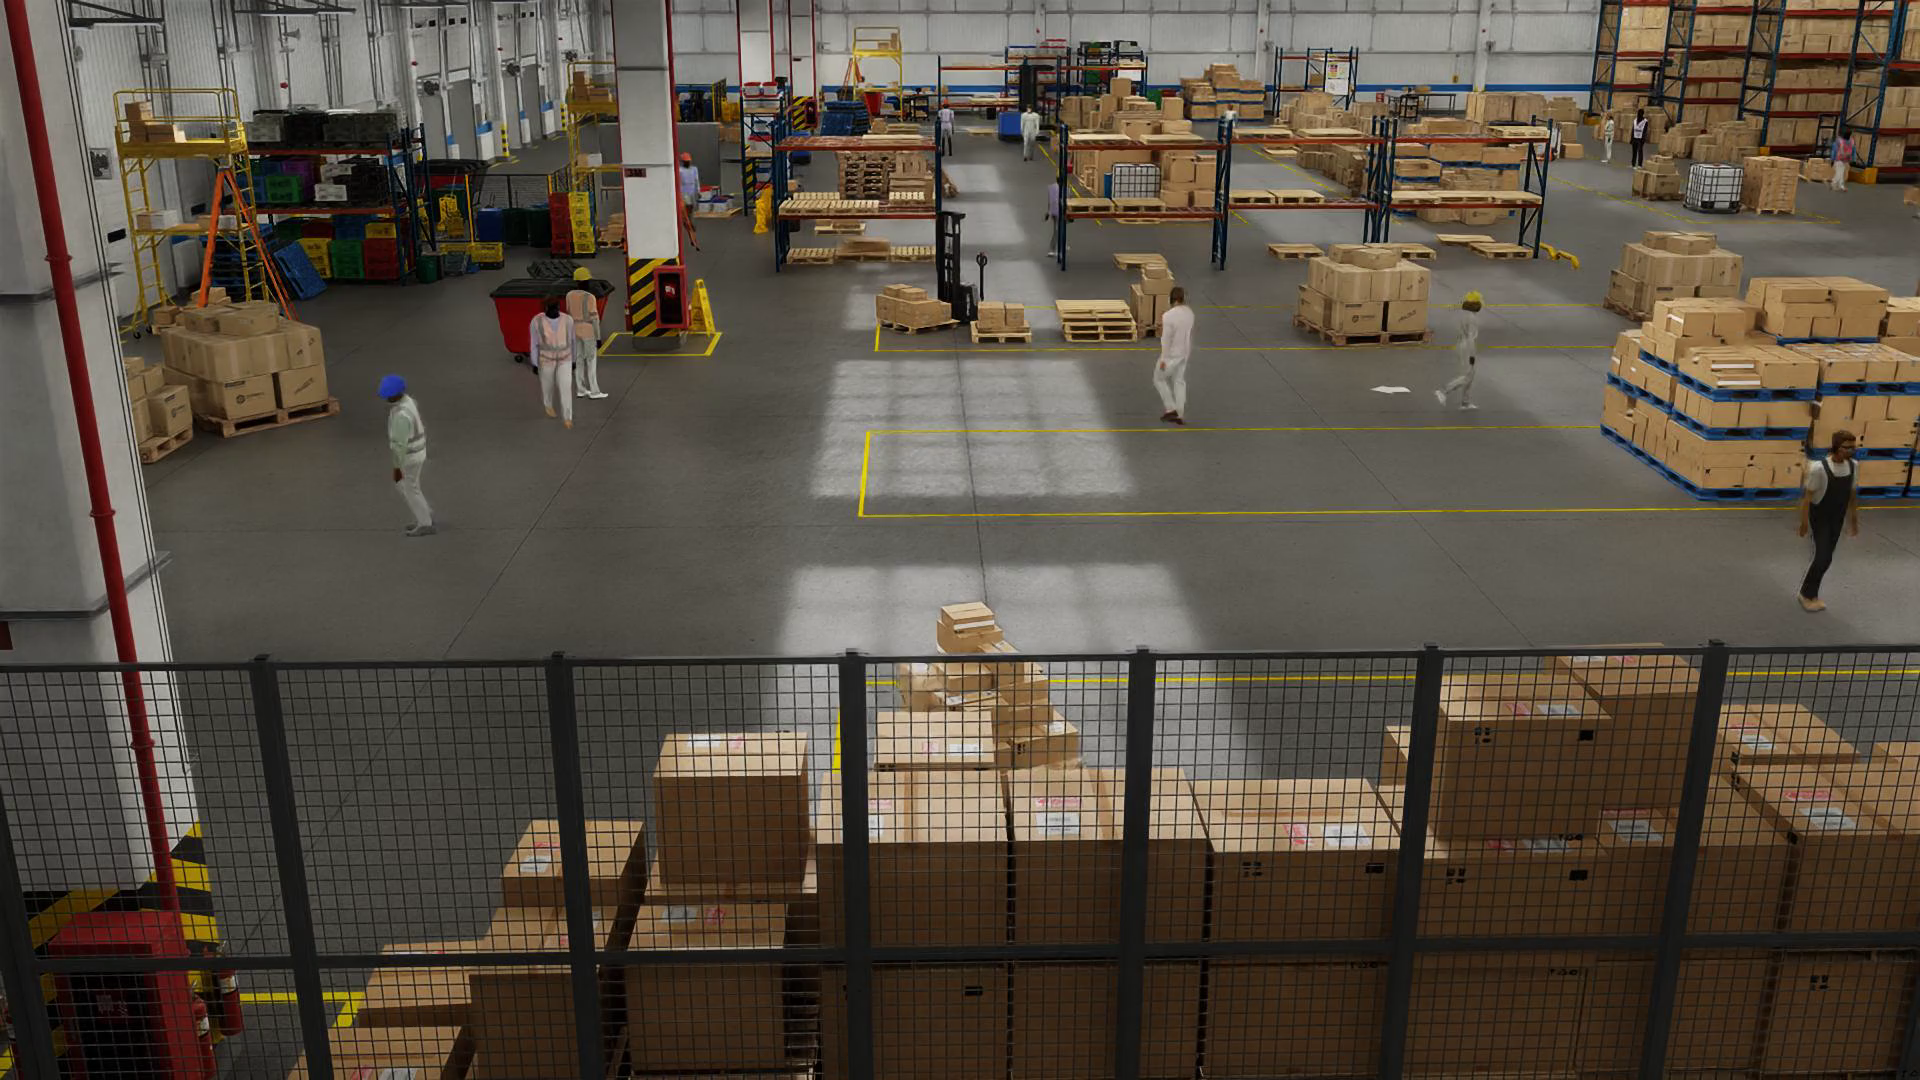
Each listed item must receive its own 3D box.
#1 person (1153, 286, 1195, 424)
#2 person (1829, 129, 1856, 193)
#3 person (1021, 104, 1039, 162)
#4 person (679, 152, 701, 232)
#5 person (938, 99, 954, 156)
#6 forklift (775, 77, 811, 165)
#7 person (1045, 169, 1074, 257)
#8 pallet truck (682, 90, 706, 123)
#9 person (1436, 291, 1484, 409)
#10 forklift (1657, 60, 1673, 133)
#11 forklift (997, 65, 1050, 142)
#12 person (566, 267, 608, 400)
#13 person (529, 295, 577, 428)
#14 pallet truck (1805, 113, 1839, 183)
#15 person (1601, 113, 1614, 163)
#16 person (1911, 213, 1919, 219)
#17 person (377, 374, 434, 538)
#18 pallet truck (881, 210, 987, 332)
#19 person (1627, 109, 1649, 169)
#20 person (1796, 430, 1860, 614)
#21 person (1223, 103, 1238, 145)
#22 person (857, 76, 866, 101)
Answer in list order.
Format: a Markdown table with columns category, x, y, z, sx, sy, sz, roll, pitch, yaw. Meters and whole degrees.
| category | x | y | z | sx | sy | sz | roll | pitch | yaw |
| --- | --- | --- | --- | --- | --- | --- | --- | --- | --- |
| person | 2.936 | -2.534 | 22.864 | 0.651 | 1.918 | 0.454 | -16 | 25 | -40 |
| person | 25.510 | -10.943 | 48.013 | 0.635 | 1.796 | 0.955 | -3 | 19 | -9 |
| person | 2.353 | -13.742 | 56.167 | 0.635 | 1.884 | 1.014 | 1 | 19 | 3 |
| person | -6.673 | -8.540 | 40.719 | 0.545 | 1.912 | 0.917 | -10 | 21 | -28 |
| person | -0.484 | -14.360 | 57.923 | 0.549 | 1.936 | 0.376 | -1 | 19 | -2 |
| forklift | -5.920 | -13.893 | 55.085 | 1.873 | 2.768 | 1.129 | -1 | 19 | -1 |
| person | 2.268 | -7.275 | 36.972 | 0.907 | 1.885 | 0.612 | -17 | 25 | -40 |
| pallet truck | -9.671 | -15.907 | 62.421 | 0.823 | 1.965 | 1.885 | 5 | 19 | 15 |
| person | 7.132 | -2.677 | 23.590 | 0.555 | 1.722 | 0.499 | 1 | 19 | 3 |
| forklift | 28.075 | -17.646 | 66.219 | 1.873 | 2.768 | 1.129 | -1 | 19 | -2 |
| forklift | 2.415 | -16.503 | 62.828 | 1.873 | 2.768 | 1.129 | -2 | 19 | -7 |
| person | -5.464 | -3.014 | 24.276 | 0.589 | 1.930 | 0.361 | 11 | 22 | 30 |
| person | -5.598 | -2.499 | 22.943 | 0.632 | 1.812 | 0.901 | -7 | 20 | -21 |
| pallet truck | 26.403 | -11.957 | 50.702 | 0.823 | 1.965 | 1.885 | 6 | 19 | 16 |
| person | 21.807 | -13.528 | 55.934 | 0.314 | 1.629 | 0.509 | 1 | 19 | 2 |
| person | 25.040 | -9.135 | 42.553 | 0.916 | 1.853 | 0.579 | 5 | 19 | 14 |
| person | -6.032 | -0.913 | 18.099 | 0.461 | 1.894 | 0.666 | -6 | 19 | -16 |
| pallet truck | -0.493 | -4.759 | 29.349 | 1.885 | 1.965 | 0.823 | -13 | 23 | -34 |
| person | 22.060 | -13.030 | 54.031 | 0.386 | 1.909 | 0.589 | -8 | 20 | -22 |
| person | 8.378 | -0.171 | 16.009 | 0.527 | 1.828 | 0.513 | -7 | 20 | -19 |
| person | 9.827 | -15.048 | 60.454 | 0.520 | 1.625 | 0.439 | 7 | 20 | 20 |
| person | -4.259 | -19.101 | 72.013 | 0.379 | 1.932 | 0.623 | -3 | 19 | -8 |
